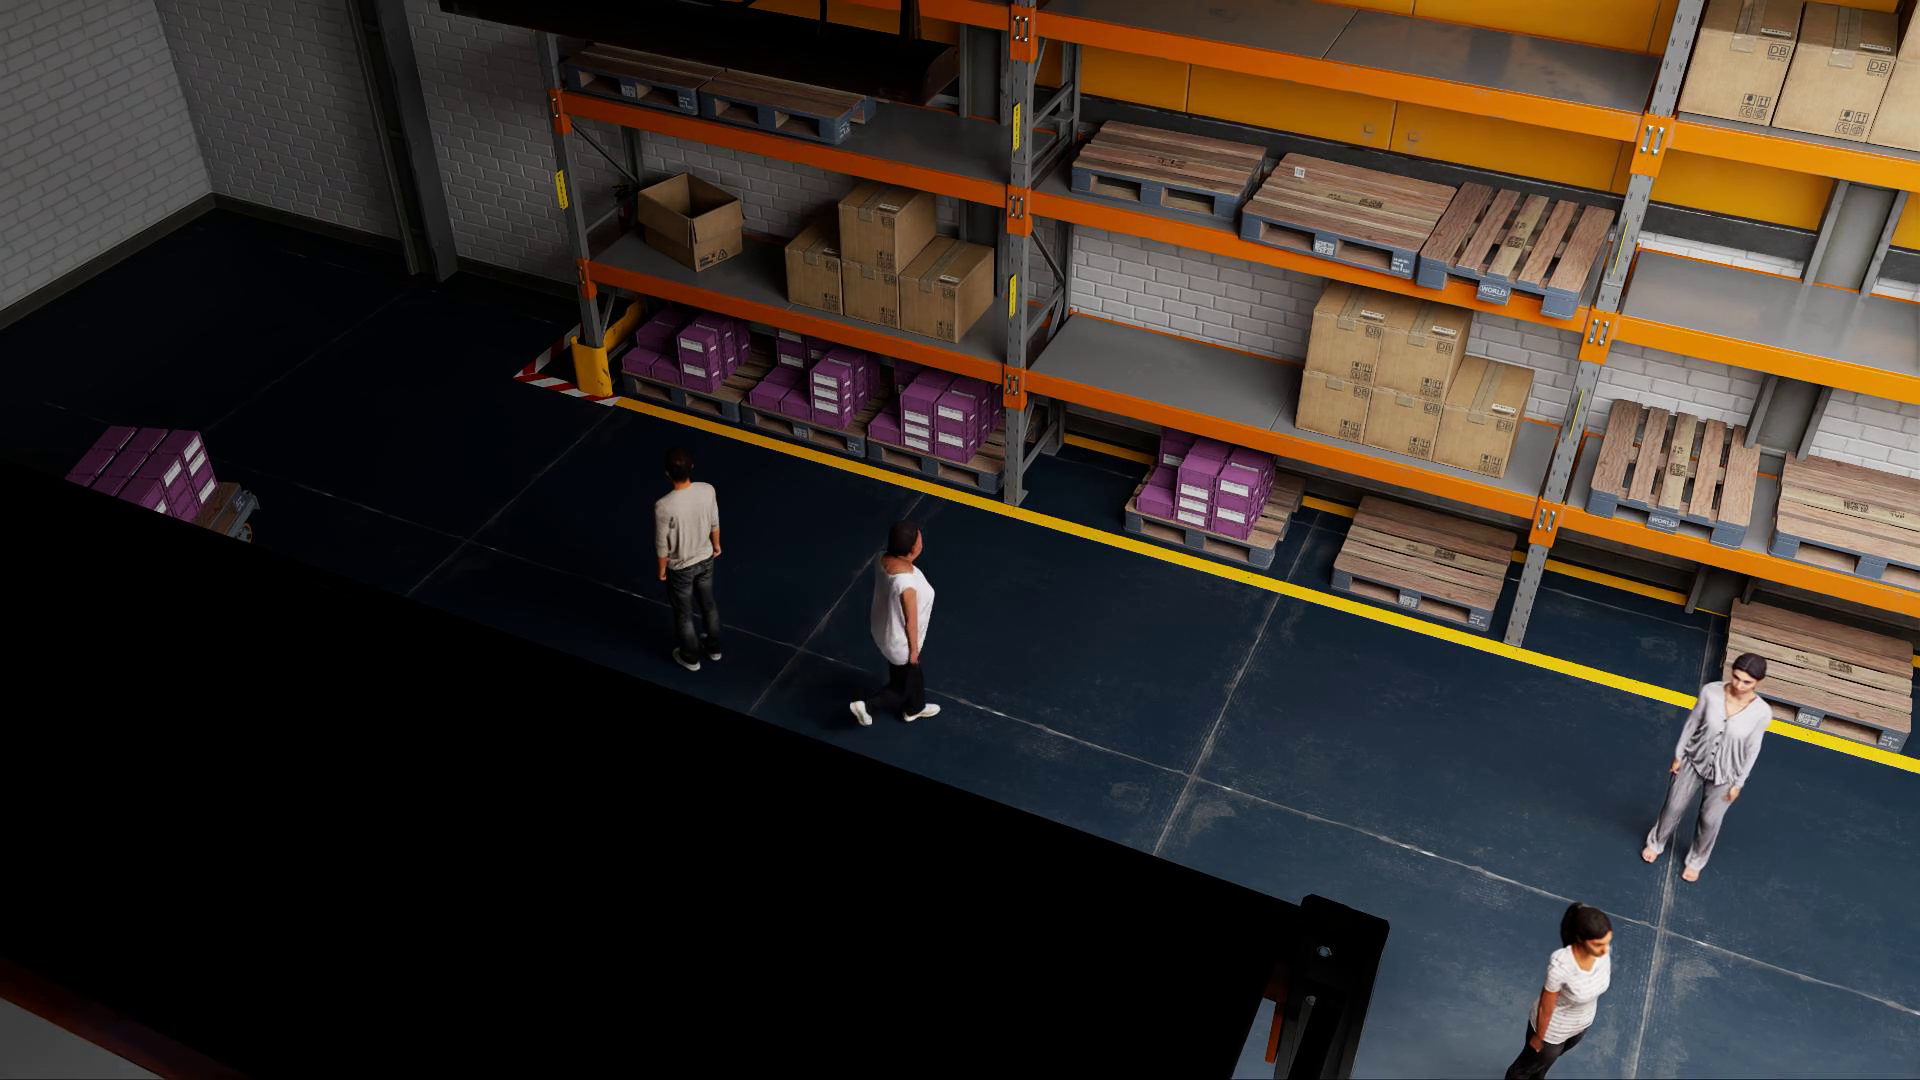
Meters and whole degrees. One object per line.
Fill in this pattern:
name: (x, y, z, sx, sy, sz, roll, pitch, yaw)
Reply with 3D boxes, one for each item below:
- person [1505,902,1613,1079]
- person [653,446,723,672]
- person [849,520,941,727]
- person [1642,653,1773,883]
person: (3.129, 2.488, 8.690, 0.657, 1.646, 0.686, -22, 43, -25)
person: (-1.856, 0.143, 11.499, 0.728, 1.805, 0.701, -27, 46, -29)
person: (-0.442, 0.619, 11.019, 1.039, 1.660, 0.979, -11, 40, -14)
person: (4.535, 1.348, 10.019, 0.526, 1.769, 0.683, 26, 45, 28)
